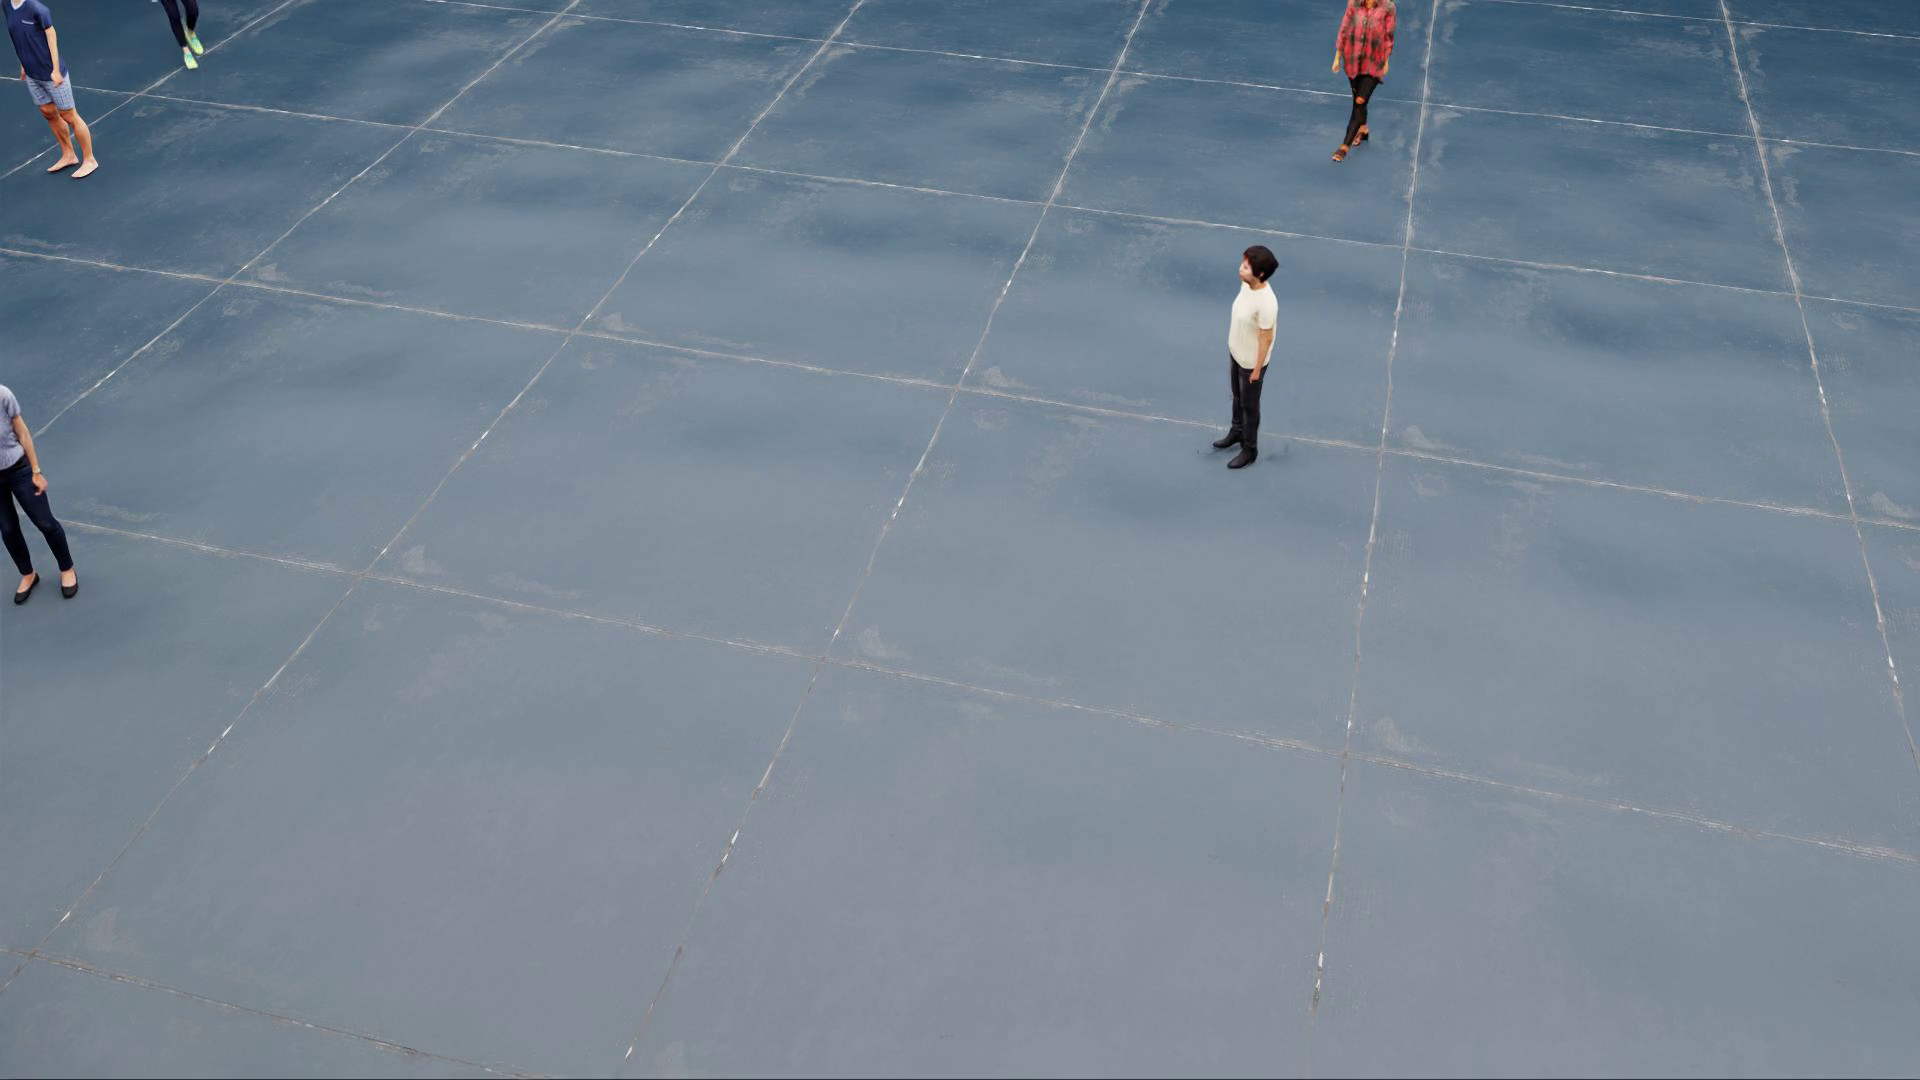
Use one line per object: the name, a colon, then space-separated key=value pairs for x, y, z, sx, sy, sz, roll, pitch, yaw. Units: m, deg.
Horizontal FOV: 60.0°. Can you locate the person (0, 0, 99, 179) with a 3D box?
person: x=-7.828 y=-4.034 z=14.210 sx=0.645 sy=1.852 sz=0.599 roll=15 pitch=40 yaw=18

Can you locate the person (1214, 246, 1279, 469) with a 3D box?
person: x=1.877 y=-1.192 z=10.791 sx=0.716 sy=1.588 sz=0.568 roll=-7 pitch=39 yaw=-9

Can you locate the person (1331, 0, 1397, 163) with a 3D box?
person: x=3.574 y=-4.198 z=14.573 sx=0.865 sy=1.662 sz=1.112 roll=24 pitch=44 yaw=28

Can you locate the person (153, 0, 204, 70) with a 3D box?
person: x=-7.701 y=-5.466 z=16.172 sx=0.792 sy=1.689 sz=0.853 roll=-22 pitch=43 yaw=-25

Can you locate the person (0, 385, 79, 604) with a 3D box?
person: x=-5.560 y=-0.401 z=9.671 sx=0.657 sy=1.722 sz=0.649 roll=-6 pitch=38 yaw=-8
